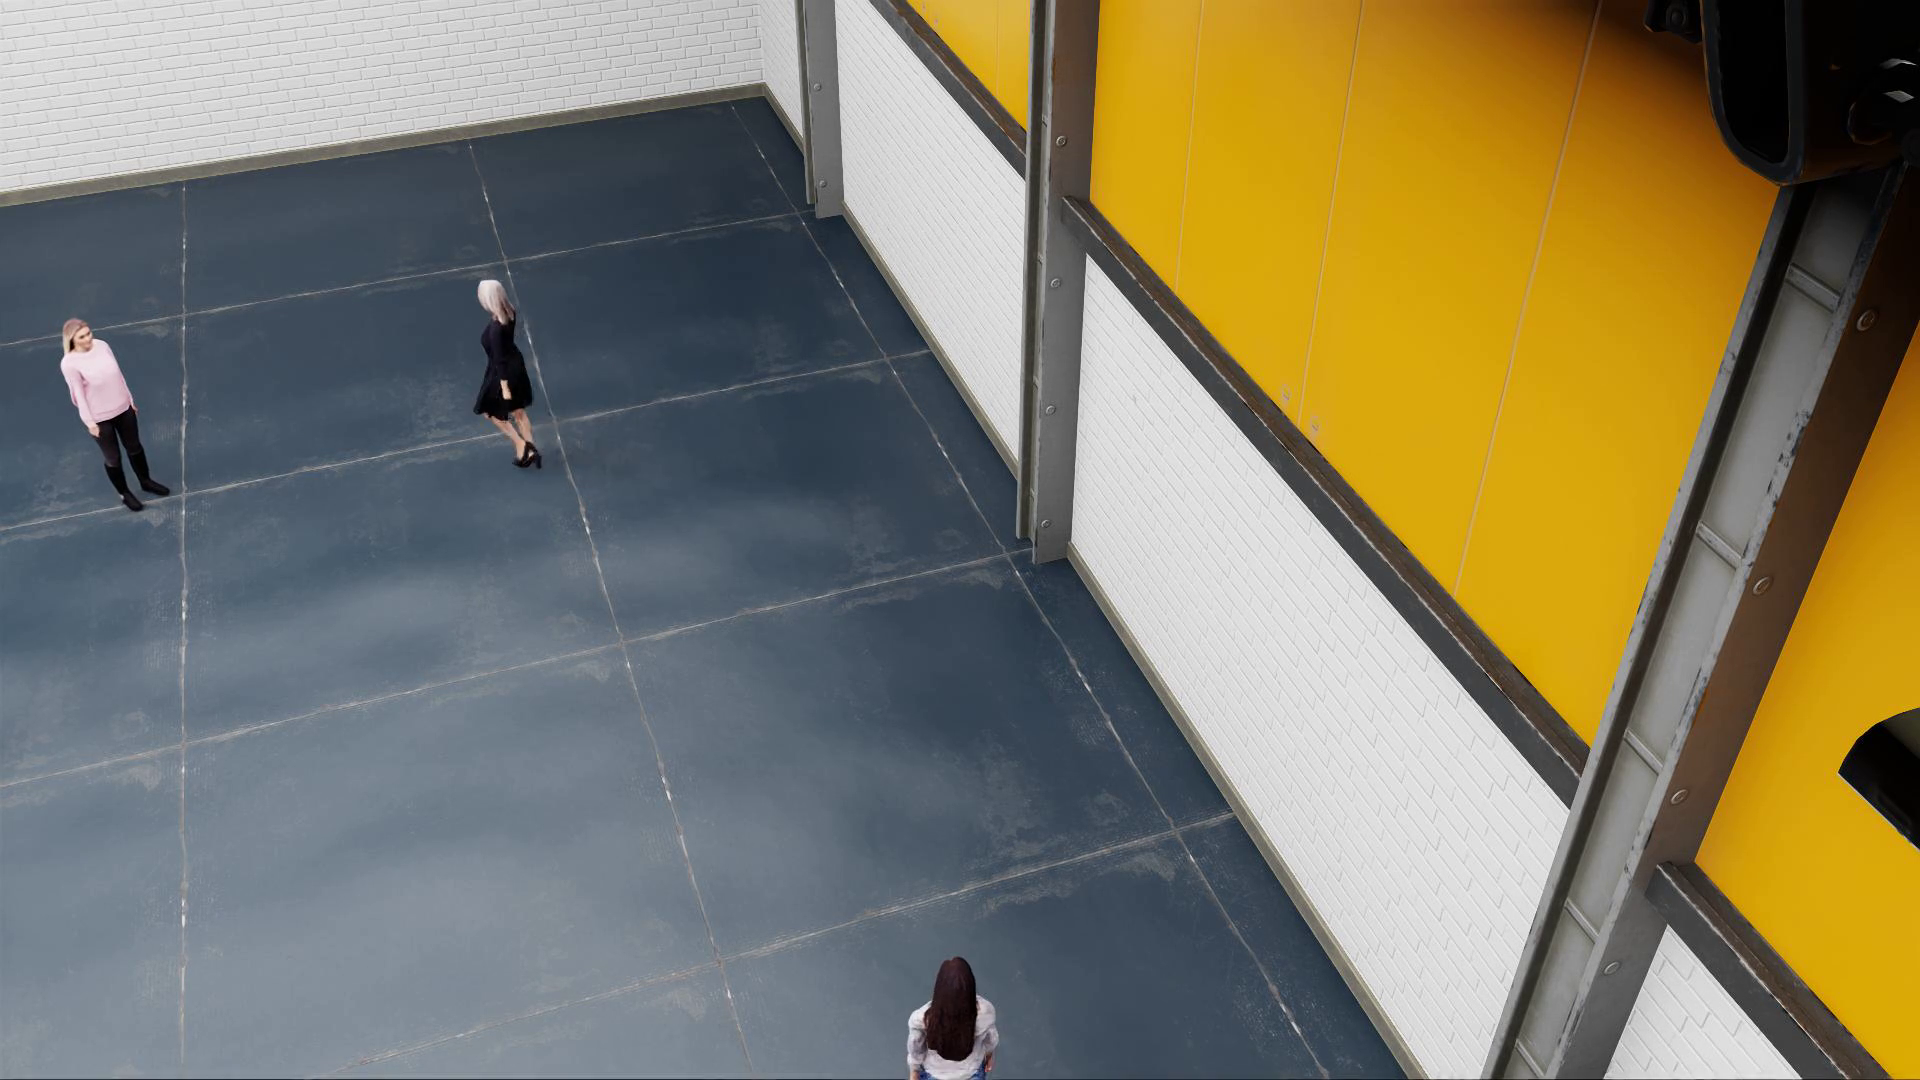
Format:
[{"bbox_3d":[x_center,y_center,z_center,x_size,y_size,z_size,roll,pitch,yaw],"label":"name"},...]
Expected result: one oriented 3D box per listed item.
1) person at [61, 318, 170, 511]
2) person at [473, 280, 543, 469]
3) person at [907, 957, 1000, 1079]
[{"bbox_3d":[-6.648,-1.003,12.947,0.744,1.686,0.688,18,42,21],"label":"person"},{"bbox_3d":[-3.526,-1.289,13.270,0.789,1.731,0.699,0,39,0],"label":"person"},{"bbox_3d":[-0.020,2.731,8.327,0.661,1.617,0.637,-7,39,-9],"label":"person"}]
